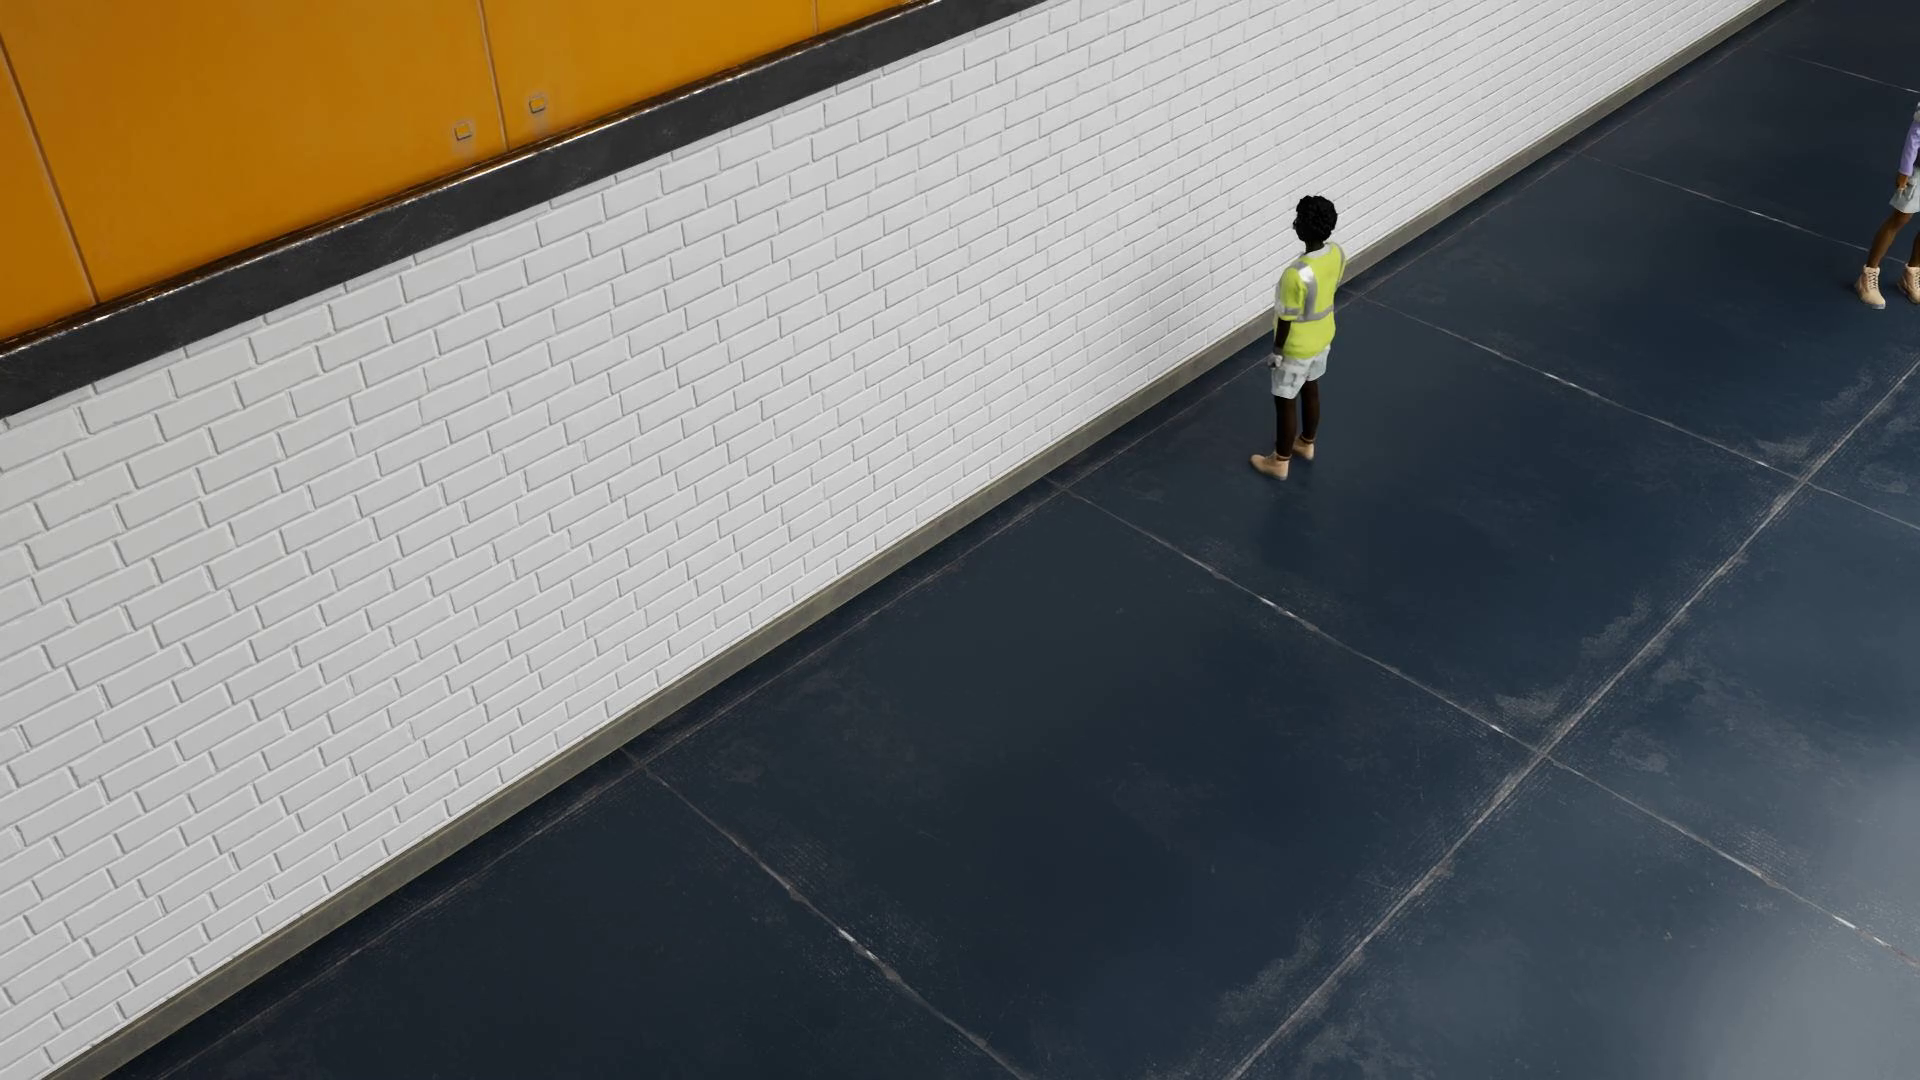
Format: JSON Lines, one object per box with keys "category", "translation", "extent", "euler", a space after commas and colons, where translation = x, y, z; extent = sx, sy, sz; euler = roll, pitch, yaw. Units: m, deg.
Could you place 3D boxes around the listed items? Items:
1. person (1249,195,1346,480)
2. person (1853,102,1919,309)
{"category": "person", "translation": [1.880, -1.109, 9.169], "extent": [0.322, 1.688, 0.529], "euler": [27, 46, 29]}
{"category": "person", "translation": [6.240, -2.383, 10.493], "extent": [0.601, 2.034, 0.413], "euler": [-2, 39, -2]}
